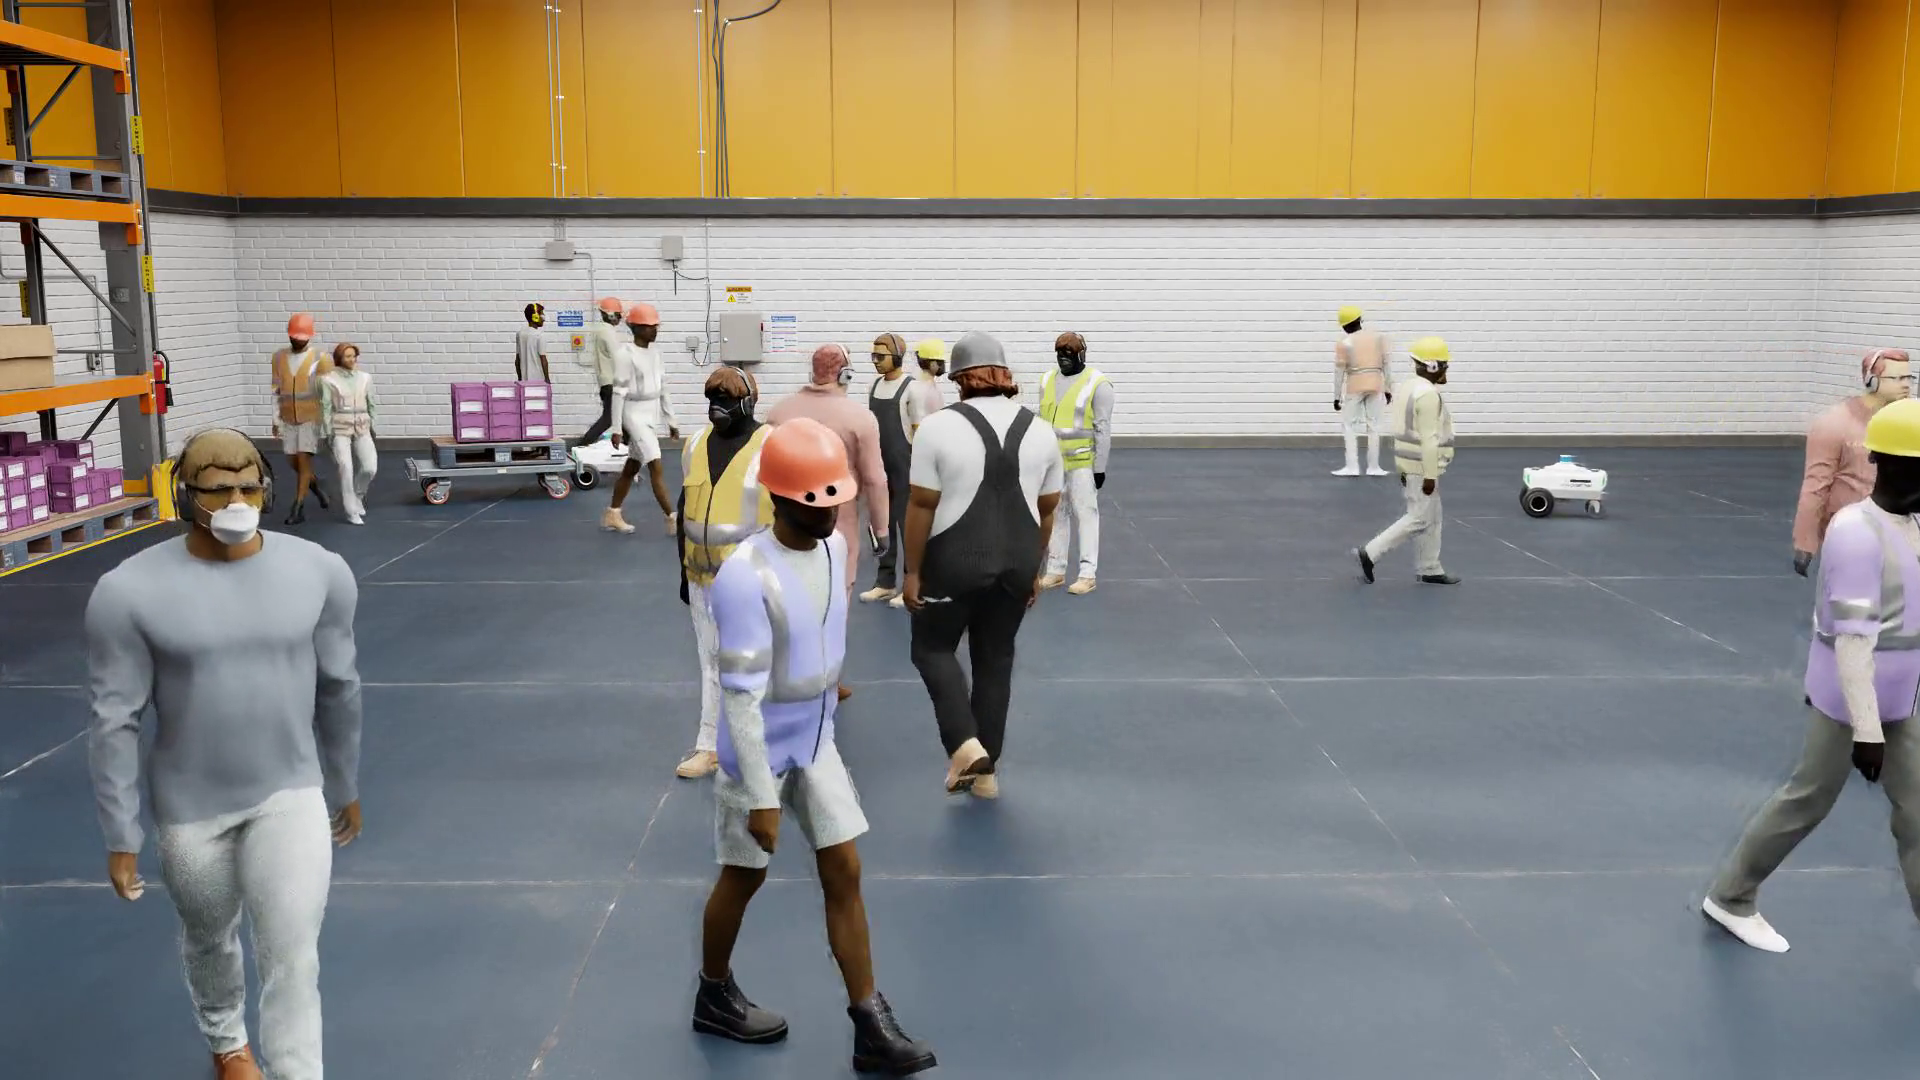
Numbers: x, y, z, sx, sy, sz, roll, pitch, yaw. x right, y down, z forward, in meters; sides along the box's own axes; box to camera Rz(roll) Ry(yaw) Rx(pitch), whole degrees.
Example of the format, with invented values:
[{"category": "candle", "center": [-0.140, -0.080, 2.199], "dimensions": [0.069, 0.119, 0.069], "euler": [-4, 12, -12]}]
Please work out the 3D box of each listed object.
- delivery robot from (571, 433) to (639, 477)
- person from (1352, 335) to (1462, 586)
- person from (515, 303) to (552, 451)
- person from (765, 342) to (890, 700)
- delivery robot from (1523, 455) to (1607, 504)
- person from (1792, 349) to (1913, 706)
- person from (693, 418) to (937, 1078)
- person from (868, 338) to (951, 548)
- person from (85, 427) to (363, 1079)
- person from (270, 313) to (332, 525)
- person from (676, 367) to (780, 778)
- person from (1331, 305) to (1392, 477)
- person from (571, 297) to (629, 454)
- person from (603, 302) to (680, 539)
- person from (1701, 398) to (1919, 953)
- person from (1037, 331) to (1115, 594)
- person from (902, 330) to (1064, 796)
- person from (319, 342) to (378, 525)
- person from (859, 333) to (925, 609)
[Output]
[{"category": "delivery robot", "center": [-3.661, -0.862, 17.255], "dimensions": [0.707, 0.478, 0.477], "euler": [-3, 10, -16]}, {"category": "person", "center": [3.186, -0.537, 11.743], "dimensions": [0.752, 1.811, 0.602], "euler": [0, 9, 2]}, {"category": "person", "center": [-4.992, -1.839, 19.529], "dimensions": [0.535, 1.865, 0.312], "euler": [6, 11, 34]}, {"category": "person", "center": [-0.713, -0.087, 8.743], "dimensions": [0.726, 1.883, 0.537], "euler": [4, 10, 23]}, {"category": "delivery robot", "center": [5.547, -0.536, 15.254], "dimensions": [0.707, 0.478, 0.477], "euler": [2, 9, 15]}, {"category": "person", "center": [4.507, 0.015, 8.135], "dimensions": [0.667, 1.873, 0.946], "euler": [-3, 10, -16]}, {"category": "person", "center": [-0.438, 0.587, 4.613], "dimensions": [0.928, 1.867, 0.597], "euler": [6, 11, 33]}, {"category": "person", "center": [-0.327, -0.676, 12.764], "dimensions": [0.667, 1.744, 0.533], "euler": [2, 10, 13]}, {"category": "person", "center": [-1.823, 0.652, 4.206], "dimensions": [0.643, 1.885, 1.040], "euler": [-5, 11, -29]}, {"category": "person", "center": [-5.899, -1.107, 15.001], "dimensions": [0.582, 1.888, 0.788], "euler": [1, 9, 5]}, {"category": "person", "center": [-0.995, 0.161, 7.336], "dimensions": [0.622, 1.844, 0.429], "euler": [4, 10, 26]}, {"category": "person", "center": [4.418, -1.622, 18.181], "dimensions": [0.710, 1.878, 0.380], "euler": [-2, 9, -10]}, {"category": "person", "center": [-4.036, -1.810, 19.076], "dimensions": [0.930, 1.958, 0.617], "euler": [-3, 10, -17]}, {"category": "person", "center": [-2.642, -1.007, 14.054], "dimensions": [1.040, 1.986, 0.629], "euler": [3, 10, 20]}, {"category": "person", "center": [2.881, 0.484, 5.271], "dimensions": [0.609, 1.877, 1.009], "euler": [-8, 12, -40]}, {"category": "person", "center": [0.775, -0.543, 11.690], "dimensions": [0.624, 1.837, 0.429], "euler": [8, 12, 40]}, {"category": "person", "center": [0.074, 0.094, 7.137], "dimensions": [0.735, 2.000, 0.562], "euler": [-4, 10, -24]}, {"category": "person", "center": [-5.422, -0.947, 14.776], "dimensions": [0.390, 1.624, 0.524], "euler": [9, 13, 44]}, {"category": "person", "center": [-0.445, -0.464, 11.157], "dimensions": [0.517, 1.843, 0.326], "euler": [9, 13, 43]}]
